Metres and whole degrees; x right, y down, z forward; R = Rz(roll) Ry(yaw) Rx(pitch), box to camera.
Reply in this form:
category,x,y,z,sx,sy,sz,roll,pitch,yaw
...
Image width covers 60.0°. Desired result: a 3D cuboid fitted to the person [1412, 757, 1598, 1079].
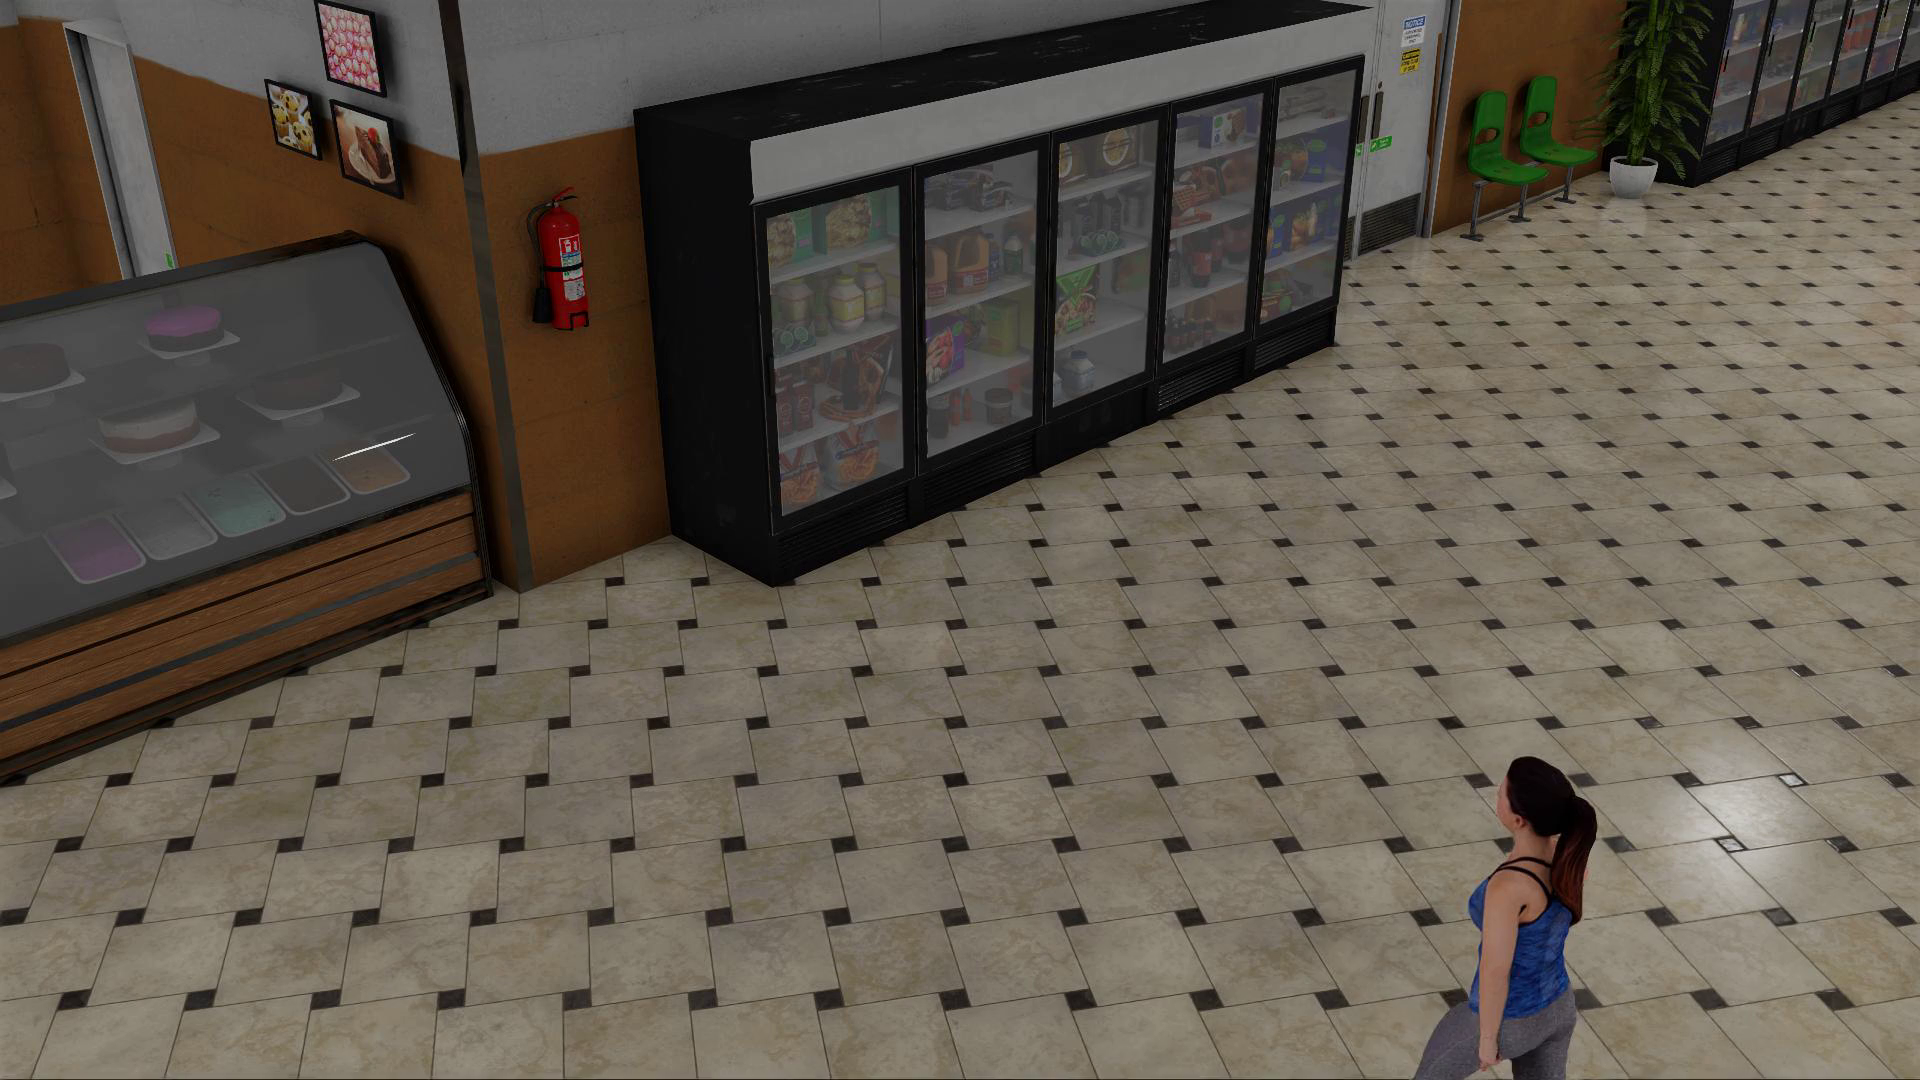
category,x,y,z,sx,sy,sz,roll,pitch,yaw
person,1.607,1.352,4.626,0.718,1.571,1.080,-16,31,-29
